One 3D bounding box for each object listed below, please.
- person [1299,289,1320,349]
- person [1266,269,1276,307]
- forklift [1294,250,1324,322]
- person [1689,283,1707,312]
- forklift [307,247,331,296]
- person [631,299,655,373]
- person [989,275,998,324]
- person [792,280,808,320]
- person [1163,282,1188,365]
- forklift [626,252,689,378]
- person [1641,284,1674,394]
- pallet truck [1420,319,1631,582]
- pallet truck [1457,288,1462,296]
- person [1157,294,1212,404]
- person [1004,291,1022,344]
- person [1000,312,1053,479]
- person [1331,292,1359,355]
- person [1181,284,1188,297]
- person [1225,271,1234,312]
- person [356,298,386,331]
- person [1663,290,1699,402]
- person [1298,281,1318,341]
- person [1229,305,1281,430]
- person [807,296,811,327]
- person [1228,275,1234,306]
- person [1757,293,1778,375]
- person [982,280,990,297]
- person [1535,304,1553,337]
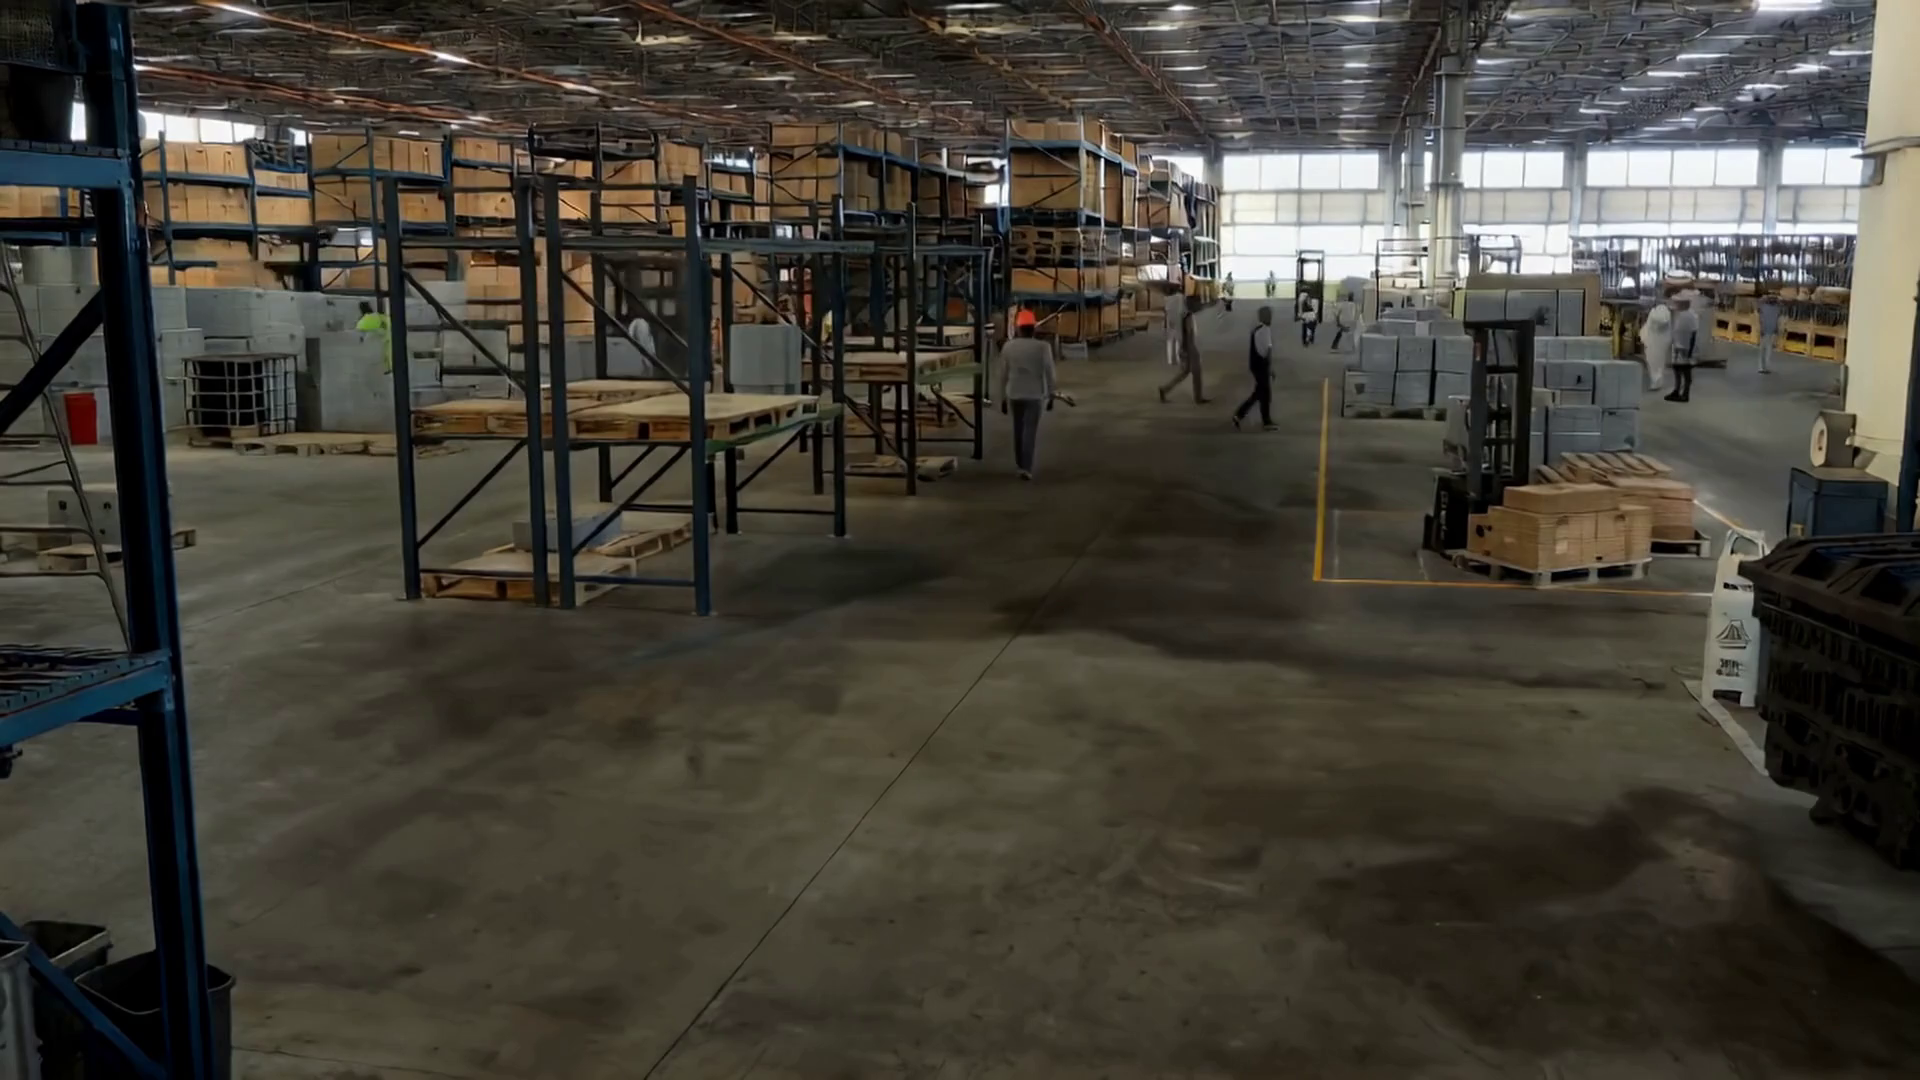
[{"bbox_3d":[9.688,-6.131,46.143,0.552,1.648,0.874,0,10,2],"label":"person"},{"bbox_3d":[16.267,-13.184,87.041,0.609,1.943,0.402,-4,11,-25],"label":"person"},{"bbox_3d":[13.778,-10.002,65.433,1.129,2.768,1.873,2,10,12],"label":"forklift"},{"bbox_3d":[22.589,-6.997,50.984,0.534,1.756,0.475,3,10,16],"label":"person"},{"bbox_3d":[-19.143,-7.350,49.730,1.873,2.768,1.129,-7,12,-37],"label":"forklift"},{"bbox_3d":[-4.686,-2.607,24.591,0.337,1.882,0.584,-4,10,-22],"label":"person"},{"bbox_3d":[1.215,-9.251,63.957,0.451,1.875,0.658,-1,10,-6],"label":"person"},{"bbox_3d":[-6.470,-9.524,66.195,0.851,1.649,0.553,4,10,20],"label":"person"},{"bbox_3d":[5.063,-5.080,39.031,0.603,1.957,0.390,5,11,27],"label":"person"},{"bbox_3d":[-4.605,-3.245,25.422,1.129,2.768,1.873,2,10,12],"label":"forklift"},{"bbox_3d":[12.852,-3.715,30.688,0.538,2.000,0.712,7,12,34],"label":"person"},{"bbox_3d":[4.543,-0.757,13.299,0.823,1.965,1.885,-4,10,-22],"label":"pallet truck"},{"bbox_3d":[20.506,-9.785,68.819,0.653,1.274,1.630,2,10,12],"label":"pallet truck"},{"bbox_3d":[3.853,-3.247,28.383,0.859,1.890,0.592,2,10,12],"label":"person"},{"bbox_3d":[1.101,-4.111,33.630,0.420,1.847,0.494,-2,10,-12],"label":"person"},{"bbox_3d":[0.755,-1.647,18.933,0.586,1.882,1.005,2,10,13],"label":"person"},{"bbox_3d":[10.062,-5.642,43.280,0.551,1.627,0.971,-4,10,-21],"label":"person"},{"bbox_3d":[8.107,-8.411,59.819,0.856,1.581,0.519,2,10,11],"label":"person"},{"bbox_3d":[12.744,-11.718,78.400,0.544,1.933,0.376,-8,13,-41],"label":"person"},{"bbox_3d":[-9.058,-2.773,25.627,0.860,1.883,0.649,3,10,18],"label":"person"},{"bbox_3d":[12.569,-3.373,28.966,0.356,1.937,0.552,-3,10,-15],"label":"person"},{"bbox_3d":[10.578,-6.951,50.580,0.615,1.799,0.830,1,10,6],"label":"person"},{"bbox_3d":[4.283,-2.476,24.008,0.763,1.823,0.521,-2,10,-10],"label":"person"},{"bbox_3d":[-4.757,-7.554,54.734,0.503,1.600,0.796,4,10,24],"label":"person"},{"bbox_3d":[14.462,-13.339,88.656,0.336,1.718,0.621,-1,10,-4],"label":"person"},{"bbox_3d":[17.381,-4.427,35.744,0.527,1.761,0.331,-7,12,-34],"label":"person"},{"bbox_3d":[1.193,-11.301,76.073,0.576,1.881,0.649,3,10,19],"label":"person"},{"bbox_3d":[8.158,-2.412,23.546,0.452,1.855,0.510,1,10,8],"label":"person"}]
